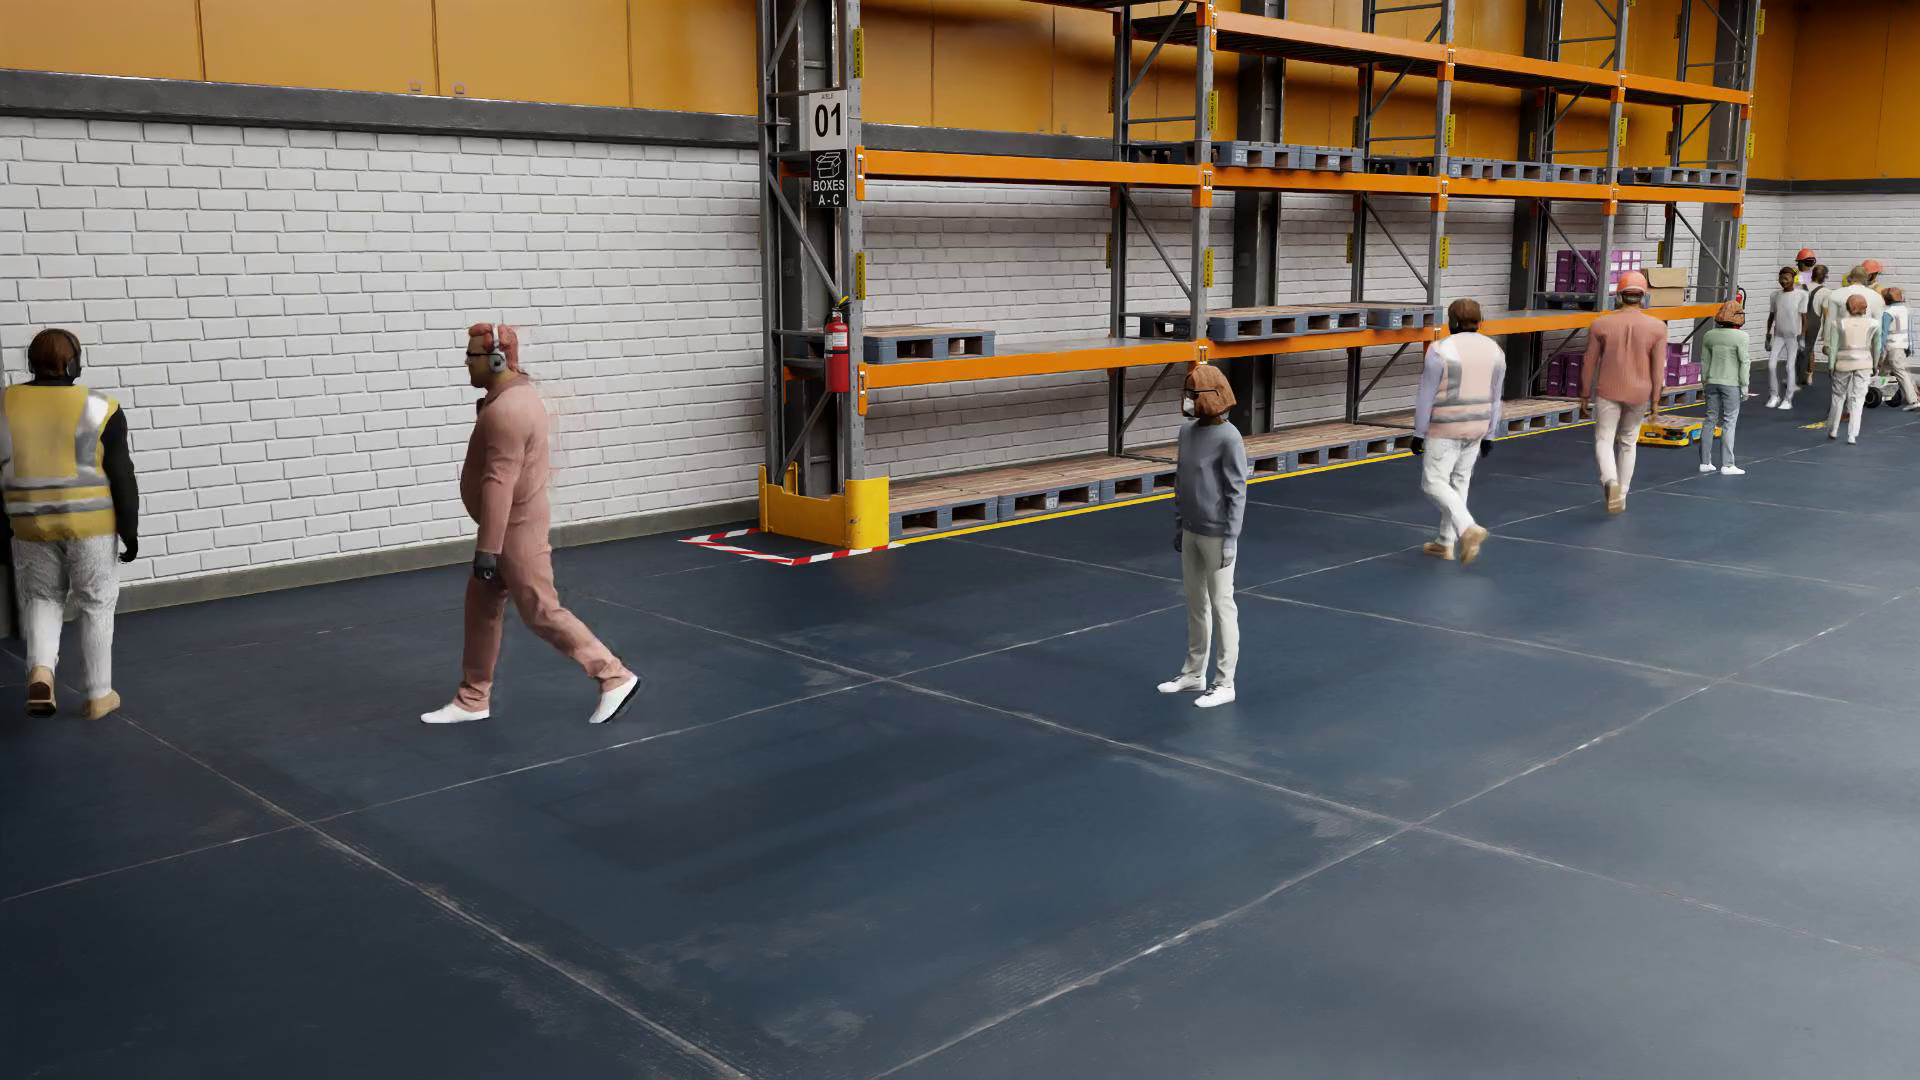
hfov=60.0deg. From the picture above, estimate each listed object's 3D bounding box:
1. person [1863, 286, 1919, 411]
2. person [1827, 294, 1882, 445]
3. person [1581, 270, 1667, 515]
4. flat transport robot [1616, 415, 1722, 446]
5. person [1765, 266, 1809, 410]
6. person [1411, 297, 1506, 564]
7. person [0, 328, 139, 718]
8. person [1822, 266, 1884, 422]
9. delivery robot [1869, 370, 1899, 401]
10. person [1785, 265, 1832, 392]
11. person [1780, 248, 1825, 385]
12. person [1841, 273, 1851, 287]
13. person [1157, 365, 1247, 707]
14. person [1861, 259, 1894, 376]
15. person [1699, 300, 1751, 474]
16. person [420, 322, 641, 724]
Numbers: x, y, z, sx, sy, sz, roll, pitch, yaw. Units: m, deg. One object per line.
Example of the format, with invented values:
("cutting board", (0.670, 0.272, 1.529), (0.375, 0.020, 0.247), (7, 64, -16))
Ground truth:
("person", (12.020, -2.460, 21.393), (0.544, 1.591, 0.891), (-8, 13, -37))
("person", (9.696, -1.854, 18.069), (0.513, 1.600, 0.821), (5, 11, 25))
("person", (5.319, -1.174, 13.355), (0.621, 1.967, 0.861), (3, 11, 15))
("flat transport robot", (7.754, -1.206, 18.151), (0.652, 0.197, 1.431), (9, 14, 40))
("person", (10.640, -2.592, 21.423), (0.471, 1.848, 0.566), (-10, 14, -43))
("person", (3.406, -0.731, 11.317), (0.634, 1.826, 0.712), (-4, 11, -23))
("person", (-4.098, -0.052, 7.609), (0.643, 1.823, 0.512), (-2, 11, -11))
("person", (10.817, -2.368, 20.150), (0.615, 1.870, 1.013), (0, 10, 1))
("delivery robot", (11.950, -2.076, 21.861), (0.477, 0.478, 0.707), (-4, 11, -22))
("person", (12.177, -3.022, 23.837), (0.506, 1.816, 0.555), (-10, 14, -42))
("person", (12.595, -3.333, 24.913), (0.614, 2.041, 0.393), (-3, 11, -15))
("person", (12.364, -2.810, 22.899), (0.696, 1.725, 0.580), (-6, 12, -30))
("person", (1.177, -0.020, 7.964), (0.281, 1.633, 0.501), (-5, 11, -25))
("person", (12.894, -3.004, 23.483), (0.715, 1.916, 0.559), (1, 10, 3))
("person", (7.214, -1.437, 15.689), (0.281, 1.634, 0.498), (-6, 12, -29))
("person", (-1.966, -0.057, 7.556), (0.958, 1.869, 0.655), (-2, 11, -12))
